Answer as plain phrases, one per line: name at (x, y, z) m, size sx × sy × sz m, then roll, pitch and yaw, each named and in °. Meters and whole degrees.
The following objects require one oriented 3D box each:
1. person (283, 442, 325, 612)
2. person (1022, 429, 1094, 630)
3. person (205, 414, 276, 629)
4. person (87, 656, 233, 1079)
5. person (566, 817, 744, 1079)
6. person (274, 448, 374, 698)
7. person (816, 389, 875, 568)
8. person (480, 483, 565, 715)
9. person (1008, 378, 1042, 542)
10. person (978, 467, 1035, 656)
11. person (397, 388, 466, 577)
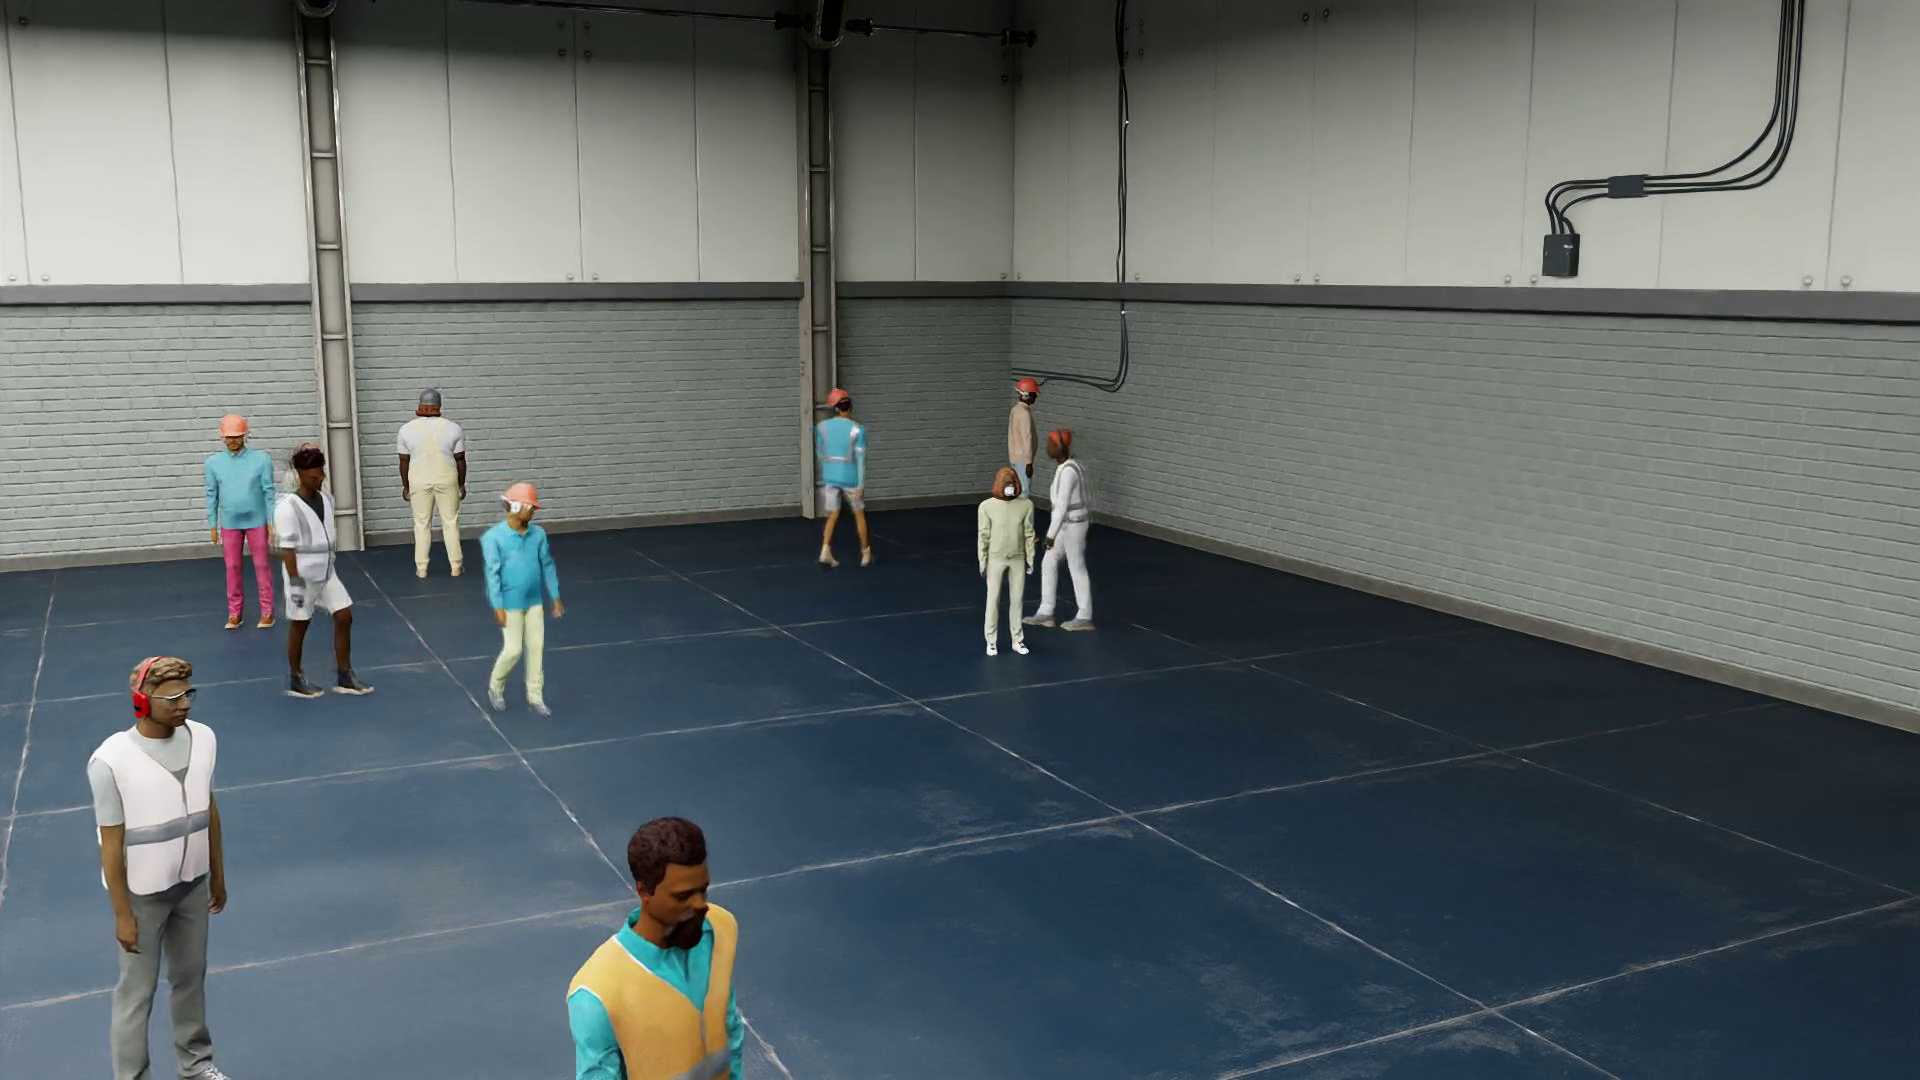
person at (-6.299, -0.130, 16.066) m, size 0.310 × 1.640 × 0.514 m, roll 3°, pitch 10°, yaw 18°
person at (0.874, -0.084, 15.094) m, size 0.780 × 1.853 × 0.573 m, roll -1°, pitch 9°, yaw -5°
person at (-6.571, -0.162, 15.217) m, size 0.607 × 1.987 × 0.411 m, roll -2°, pitch 9°, yaw -12°
person at (-3.084, 1.341, 6.417) m, size 0.391 × 1.836 × 0.561 m, roll 4°, pitch 10°, yaw 21°
person at (-0.784, 1.632, 4.391) m, size 0.388 × 1.904 × 0.606 m, roll 5°, pitch 10°, yaw 28°
person at (-4.849, 0.270, 12.664) m, size 0.793 × 1.932 × 0.645 m, roll 3°, pitch 10°, yaw 19°
person at (-1.301, -0.667, 18.313) m, size 0.608 × 1.990 × 0.738 m, roll 2°, pitch 9°, yaw 13°
person at (-3.242, 0.444, 12.302) m, size 0.461 × 1.722 × 0.591 m, roll 7°, pitch 12°, yaw 37°
person at (0.784, -0.973, 20.173) m, size 0.396 × 1.990 × 0.621 m, roll -2°, pitch 9°, yaw -12°
person at (0.398, 0.183, 14.184) m, size 0.501 × 1.627 × 0.283 m, roll -2°, pitch 10°, yaw -14°
person at (-5.657, -0.623, 17.868) m, size 0.688 × 2.000 × 0.536 m, roll -3°, pitch 10°, yaw -16°
